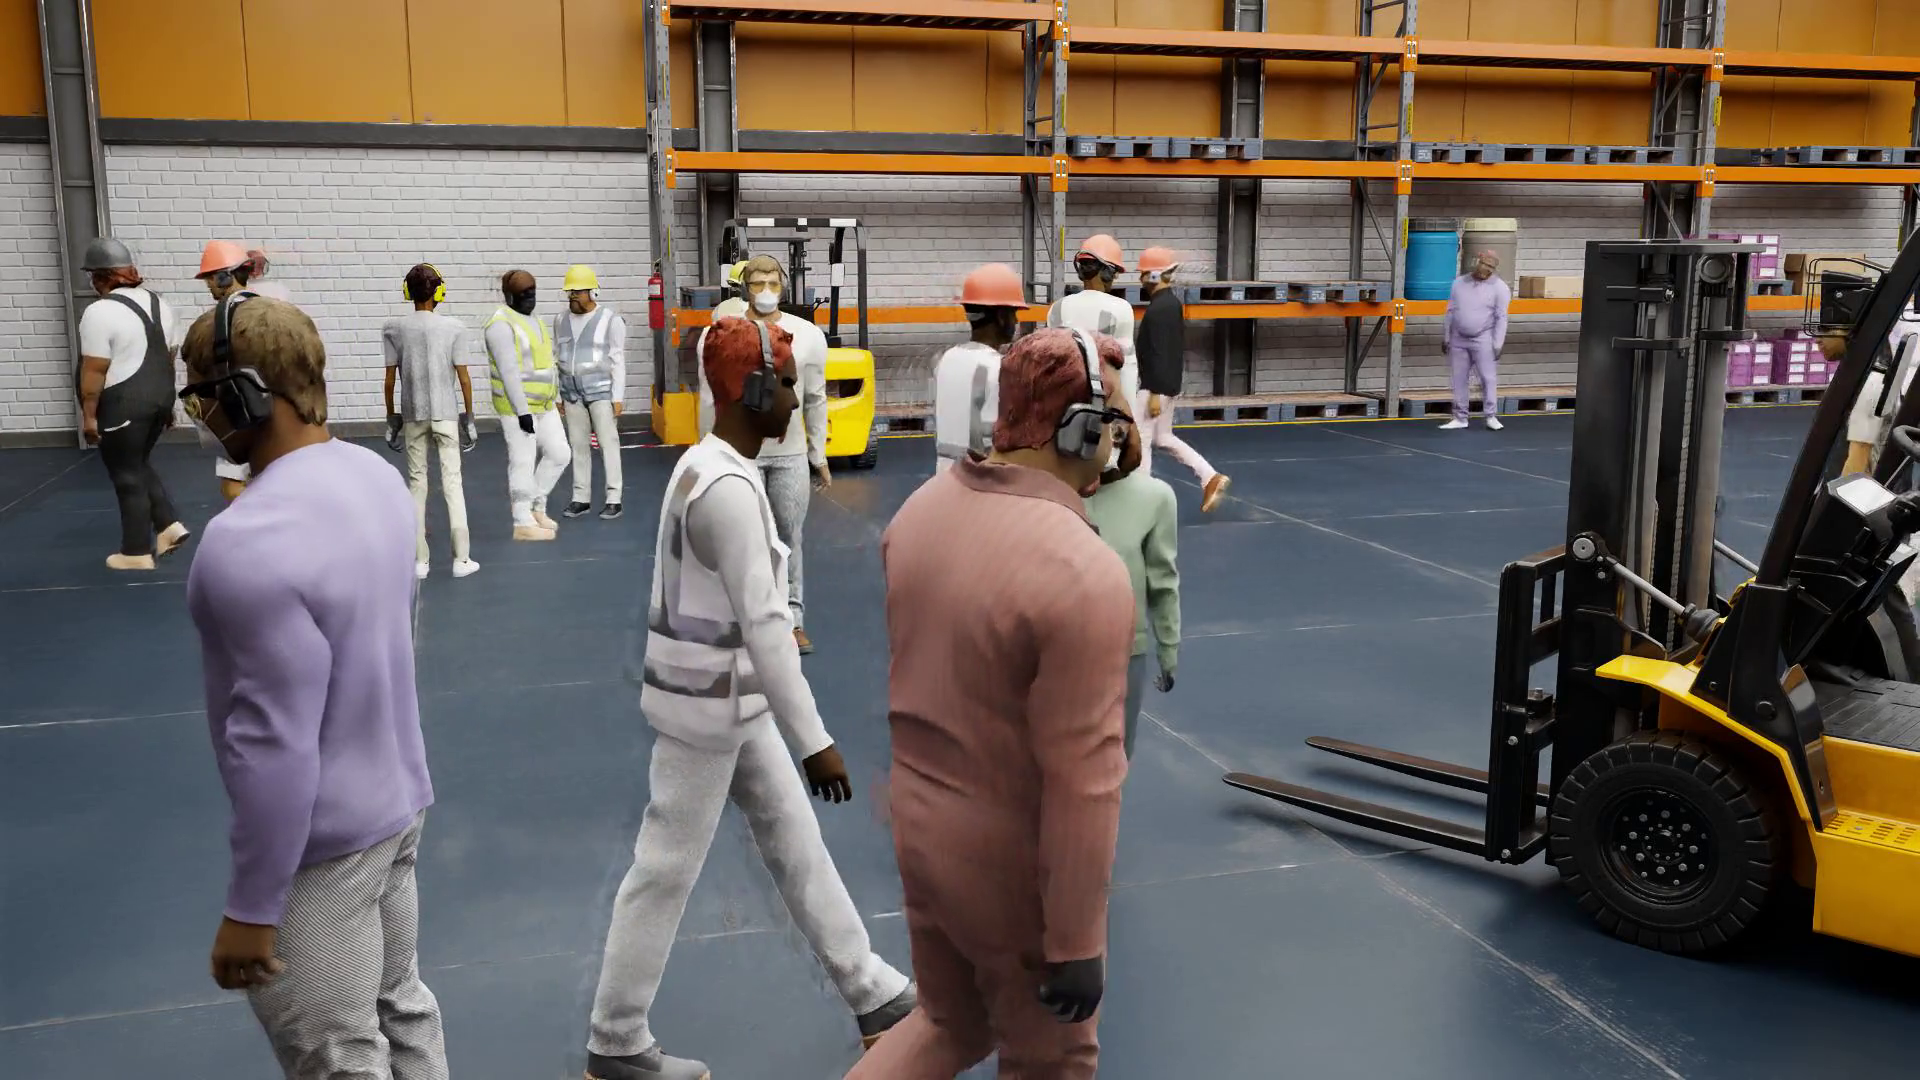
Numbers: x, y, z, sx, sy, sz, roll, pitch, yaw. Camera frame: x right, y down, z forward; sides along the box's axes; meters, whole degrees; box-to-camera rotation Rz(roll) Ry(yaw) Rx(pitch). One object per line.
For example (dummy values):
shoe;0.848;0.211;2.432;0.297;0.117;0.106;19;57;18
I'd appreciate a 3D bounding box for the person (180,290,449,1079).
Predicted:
person;-1.134;0.534;2.943;0.371;1.934;0.627;0;10;1

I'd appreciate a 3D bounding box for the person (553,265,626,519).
person;-2.682;-1.058;11.975;0.592;1.826;0.403;3;11;18

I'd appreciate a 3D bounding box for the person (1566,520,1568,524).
person;4.450;-1.005;11.330;0.389;1.949;0.604;-1;10;-4

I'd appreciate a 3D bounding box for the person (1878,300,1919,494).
person;6.459;-0.941;11.156;0.599;1.903;0.637;7;13;34

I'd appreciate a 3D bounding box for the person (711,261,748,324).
person;-1.692;-1.289;13.207;0.587;1.834;0.403;9;14;40

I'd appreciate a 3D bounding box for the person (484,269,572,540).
person;-2.864;-0.875;10.994;0.443;1.813;0.630;3;11;14

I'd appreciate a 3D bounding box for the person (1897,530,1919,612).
person;4.803;-0.229;8.026;0.830;1.597;0.528;-4;11;-19

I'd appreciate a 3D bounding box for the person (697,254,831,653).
person;-0.940;-0.399;8.031;0.648;1.937;0.379;-3;11;-18

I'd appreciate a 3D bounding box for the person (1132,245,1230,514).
person;1.492;-1.112;11.884;0.811;1.968;0.623;4;11;20

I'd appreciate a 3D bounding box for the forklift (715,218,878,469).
forklift;-1.522;-1.778;14.899;1.214;2.155;2.313;-3;11;-17

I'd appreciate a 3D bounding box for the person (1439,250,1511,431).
person;5.386;-2.070;17.384;0.733;1.883;0.421;9;14;41

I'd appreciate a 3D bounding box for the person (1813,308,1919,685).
person;3.534;-0.090;6.746;0.960;1.790;0.544;2;10;9

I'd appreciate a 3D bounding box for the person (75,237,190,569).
person;-5.088;-0.827;10.108;0.536;2.000;0.710;2;10;10

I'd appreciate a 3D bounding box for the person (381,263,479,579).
person;-3.147;-0.701;9.885;0.530;1.869;0.311;-2;10;-9

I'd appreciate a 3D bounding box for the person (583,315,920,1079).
person;-0.440;0.408;3.885;1.004;1.829;0.598;-1;10;-4

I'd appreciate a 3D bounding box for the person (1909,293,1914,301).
person;10.295;-2.222;18.080;0.594;1.915;0.565;-7;12;-33

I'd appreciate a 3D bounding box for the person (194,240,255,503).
person;-4.030;-0.713;9.582;0.691;2.005;0.628;2;10;8

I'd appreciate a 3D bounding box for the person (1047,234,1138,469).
person;0.802;-0.766;9.791;0.605;2.034;0.390;9;14;40

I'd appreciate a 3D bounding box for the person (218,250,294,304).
person;-6.234;-1.624;14.844;0.642;1.909;0.408;-4;11;-23

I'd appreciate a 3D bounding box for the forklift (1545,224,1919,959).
forklift;2.909;0.117;4.508;2.313;2.155;1.214;9;14;40

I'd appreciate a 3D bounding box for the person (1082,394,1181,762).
person;0.403;0.319;5.050;0.503;1.602;0.769;-1;10;-5

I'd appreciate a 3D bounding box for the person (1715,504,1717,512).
person;3.223;-0.328;7.819;0.983;1.874;0.613;0;10;-1

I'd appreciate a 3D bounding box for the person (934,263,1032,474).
person;0.137;-0.155;6.773;0.669;1.913;0.562;-7;13;-35

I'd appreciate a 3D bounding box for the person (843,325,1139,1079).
person;-0.012;0.571;2.899;0.684;1.875;0.677;-6;12;-30
